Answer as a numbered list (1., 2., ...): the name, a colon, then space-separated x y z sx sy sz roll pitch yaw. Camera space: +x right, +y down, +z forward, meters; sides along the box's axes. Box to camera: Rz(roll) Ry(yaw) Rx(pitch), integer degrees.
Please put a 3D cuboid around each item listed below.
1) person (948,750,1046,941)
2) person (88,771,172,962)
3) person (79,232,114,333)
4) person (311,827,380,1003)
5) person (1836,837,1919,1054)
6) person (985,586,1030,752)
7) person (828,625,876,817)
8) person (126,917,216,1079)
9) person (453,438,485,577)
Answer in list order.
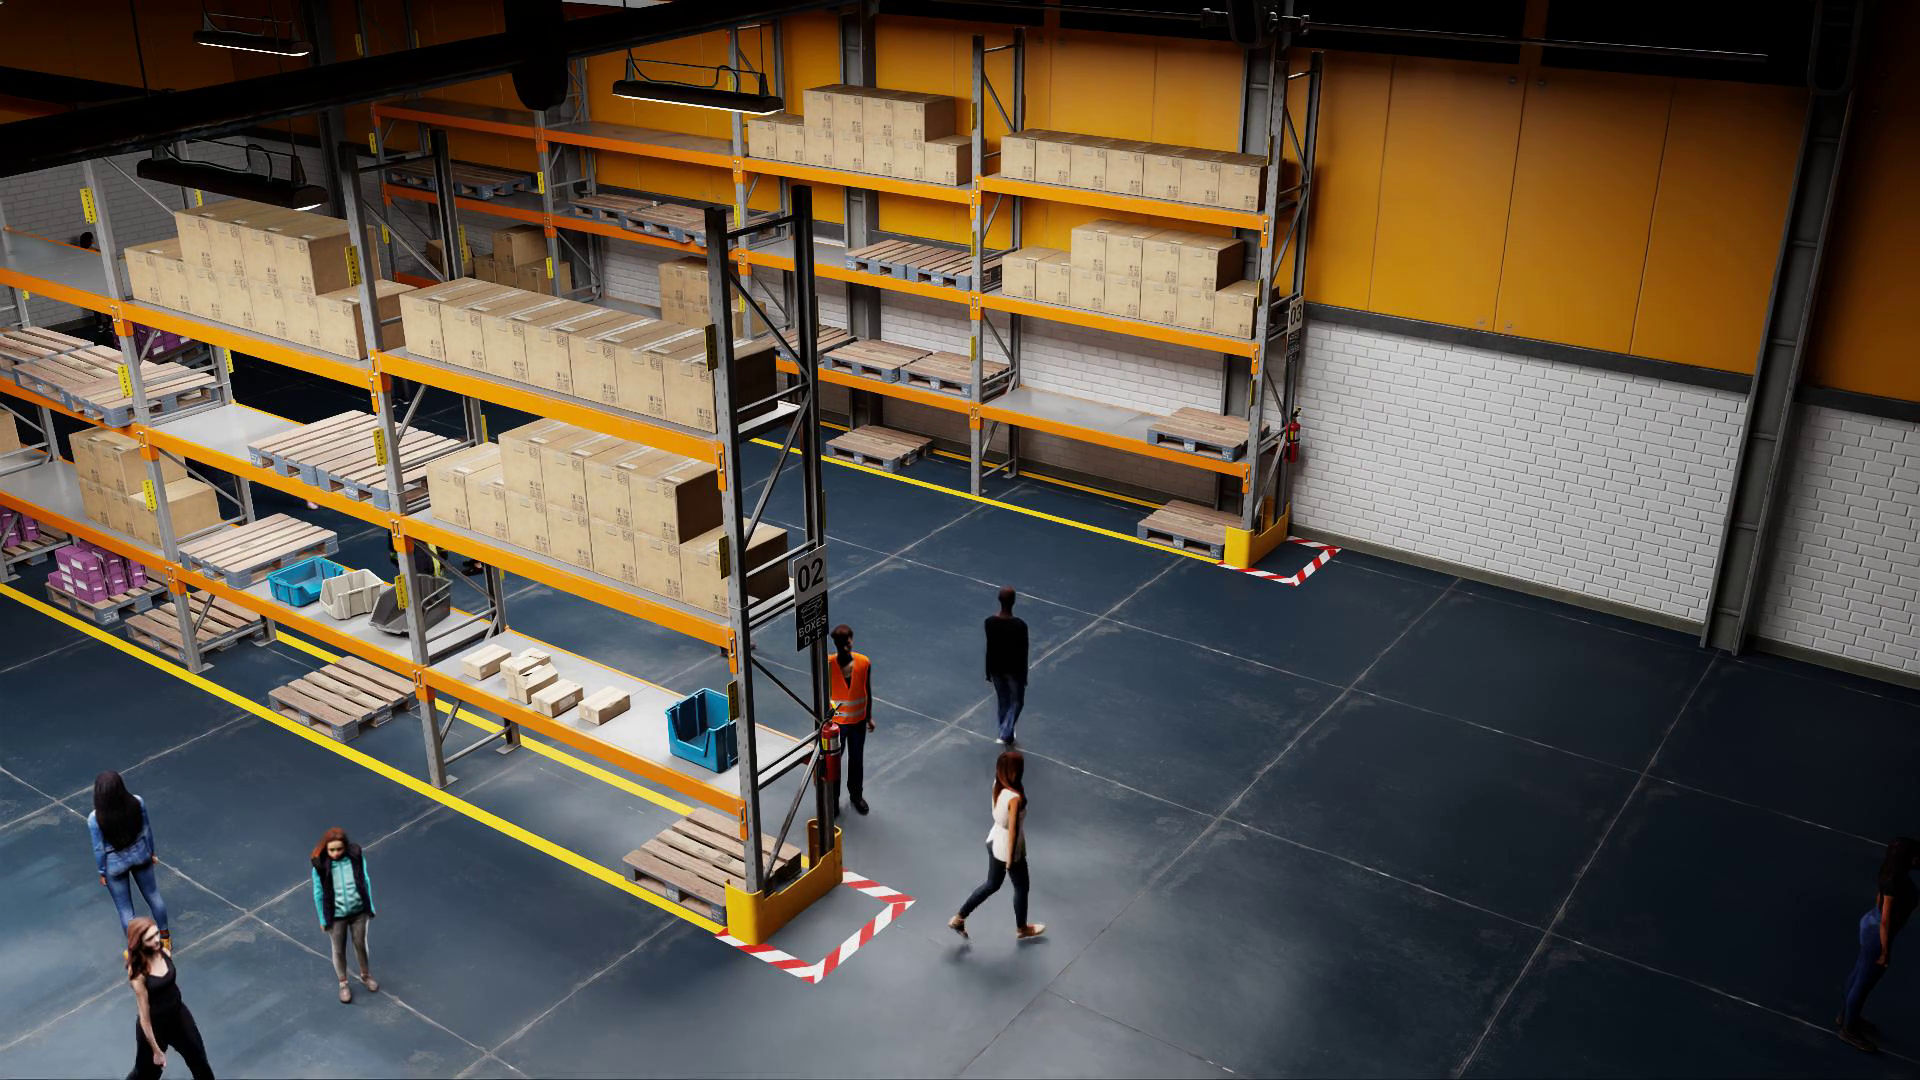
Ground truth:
1. person: 0.275 2.471 13.247 0.985 1.764 1.049 -10 25 -21
2. person: -6.549 2.562 13.102 0.531 1.713 0.612 19 30 36
3. person: -15.208 -4.550 29.302 0.639 1.769 0.753 2 24 6
4. person: -4.715 2.831 12.753 0.652 1.501 0.676 -16 28 -32
5. person: 6.751 2.927 12.236 0.555 1.739 0.585 13 27 27
6. person: 0.432 1.297 15.970 0.803 1.735 0.769 9 25 20
7. person: -1.036 1.608 15.071 0.802 1.884 0.839 -7 25 -15
8. person: -5.545 3.323 11.370 1.240 1.705 0.944 4 24 10
9. person: -5.899 -0.415 19.914 0.720 1.712 0.677 -2 24 -5
